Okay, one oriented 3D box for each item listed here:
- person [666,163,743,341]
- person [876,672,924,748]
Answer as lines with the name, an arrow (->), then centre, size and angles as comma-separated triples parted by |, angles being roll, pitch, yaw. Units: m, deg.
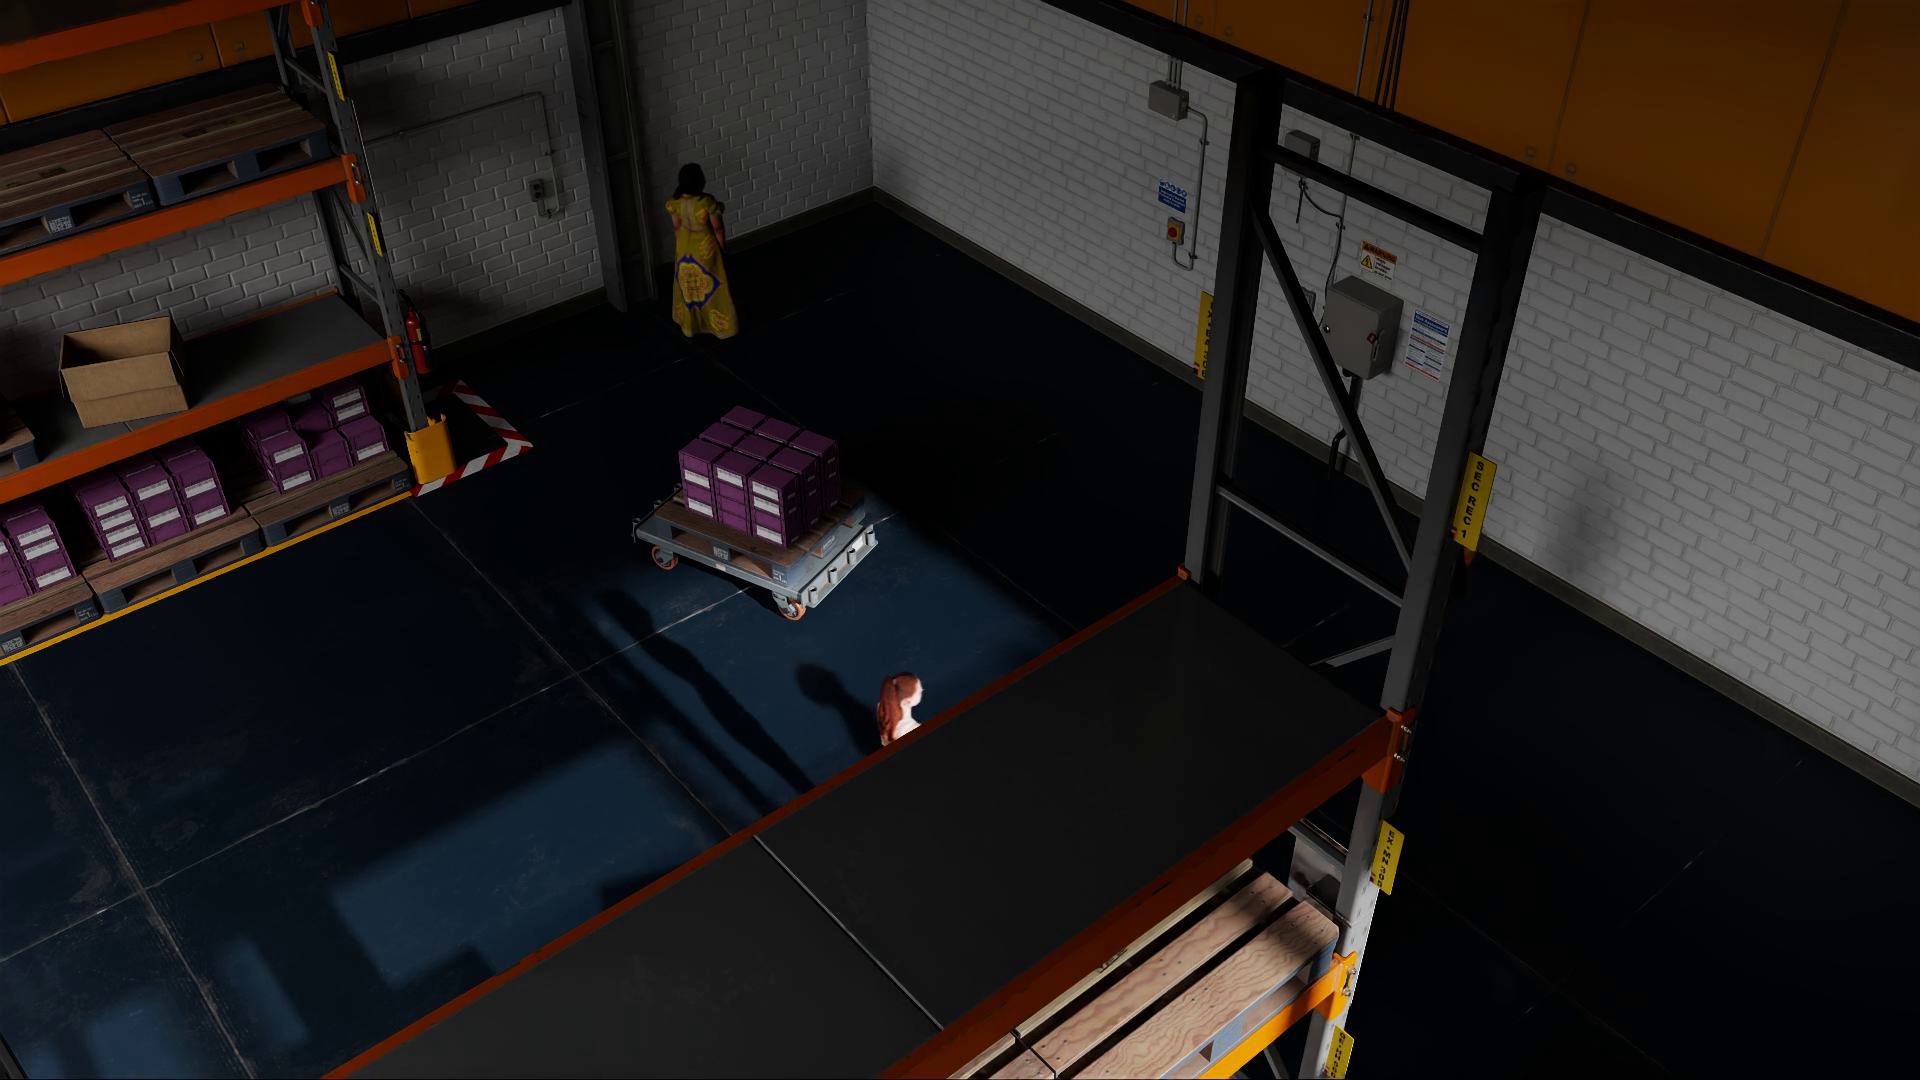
person -> -2.288, -2.544, 14.684 | 1.003, 1.658, 1.025 | 9, 40, 11
person -> -0.327, 1.433, 9.639 | 0.541, 1.740, 0.599 | -23, 44, -26
